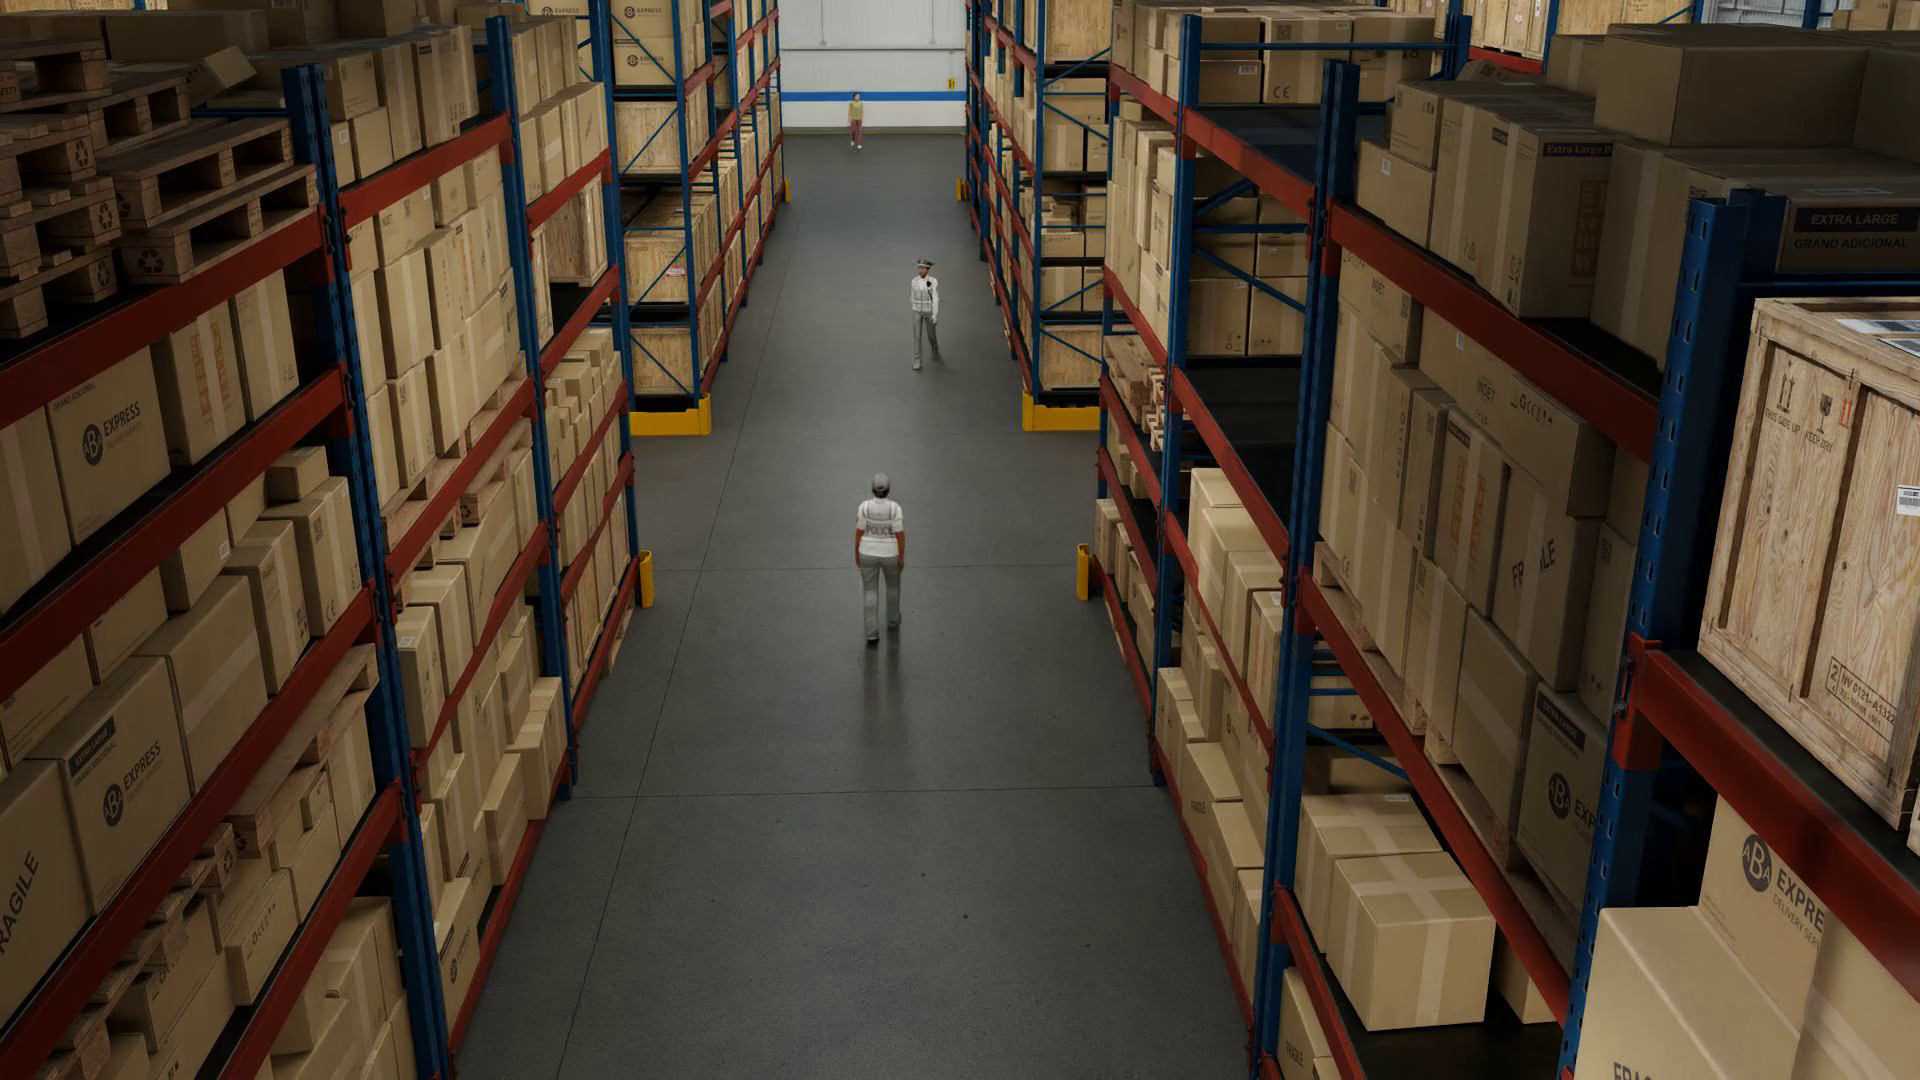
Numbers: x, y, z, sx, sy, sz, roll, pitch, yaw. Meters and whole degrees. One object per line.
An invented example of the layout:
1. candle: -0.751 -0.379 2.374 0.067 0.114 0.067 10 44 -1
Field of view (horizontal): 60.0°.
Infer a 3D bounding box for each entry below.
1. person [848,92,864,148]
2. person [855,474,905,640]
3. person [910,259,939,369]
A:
1. person: -3.195 -12.959 51.293 0.493 1.680 0.468 -7 21 -17
2. person: -0.779 0.129 16.304 0.487 1.651 0.749 0 20 -1
3. person: -0.562 -3.600 26.244 0.471 1.682 0.758 3 21 9
